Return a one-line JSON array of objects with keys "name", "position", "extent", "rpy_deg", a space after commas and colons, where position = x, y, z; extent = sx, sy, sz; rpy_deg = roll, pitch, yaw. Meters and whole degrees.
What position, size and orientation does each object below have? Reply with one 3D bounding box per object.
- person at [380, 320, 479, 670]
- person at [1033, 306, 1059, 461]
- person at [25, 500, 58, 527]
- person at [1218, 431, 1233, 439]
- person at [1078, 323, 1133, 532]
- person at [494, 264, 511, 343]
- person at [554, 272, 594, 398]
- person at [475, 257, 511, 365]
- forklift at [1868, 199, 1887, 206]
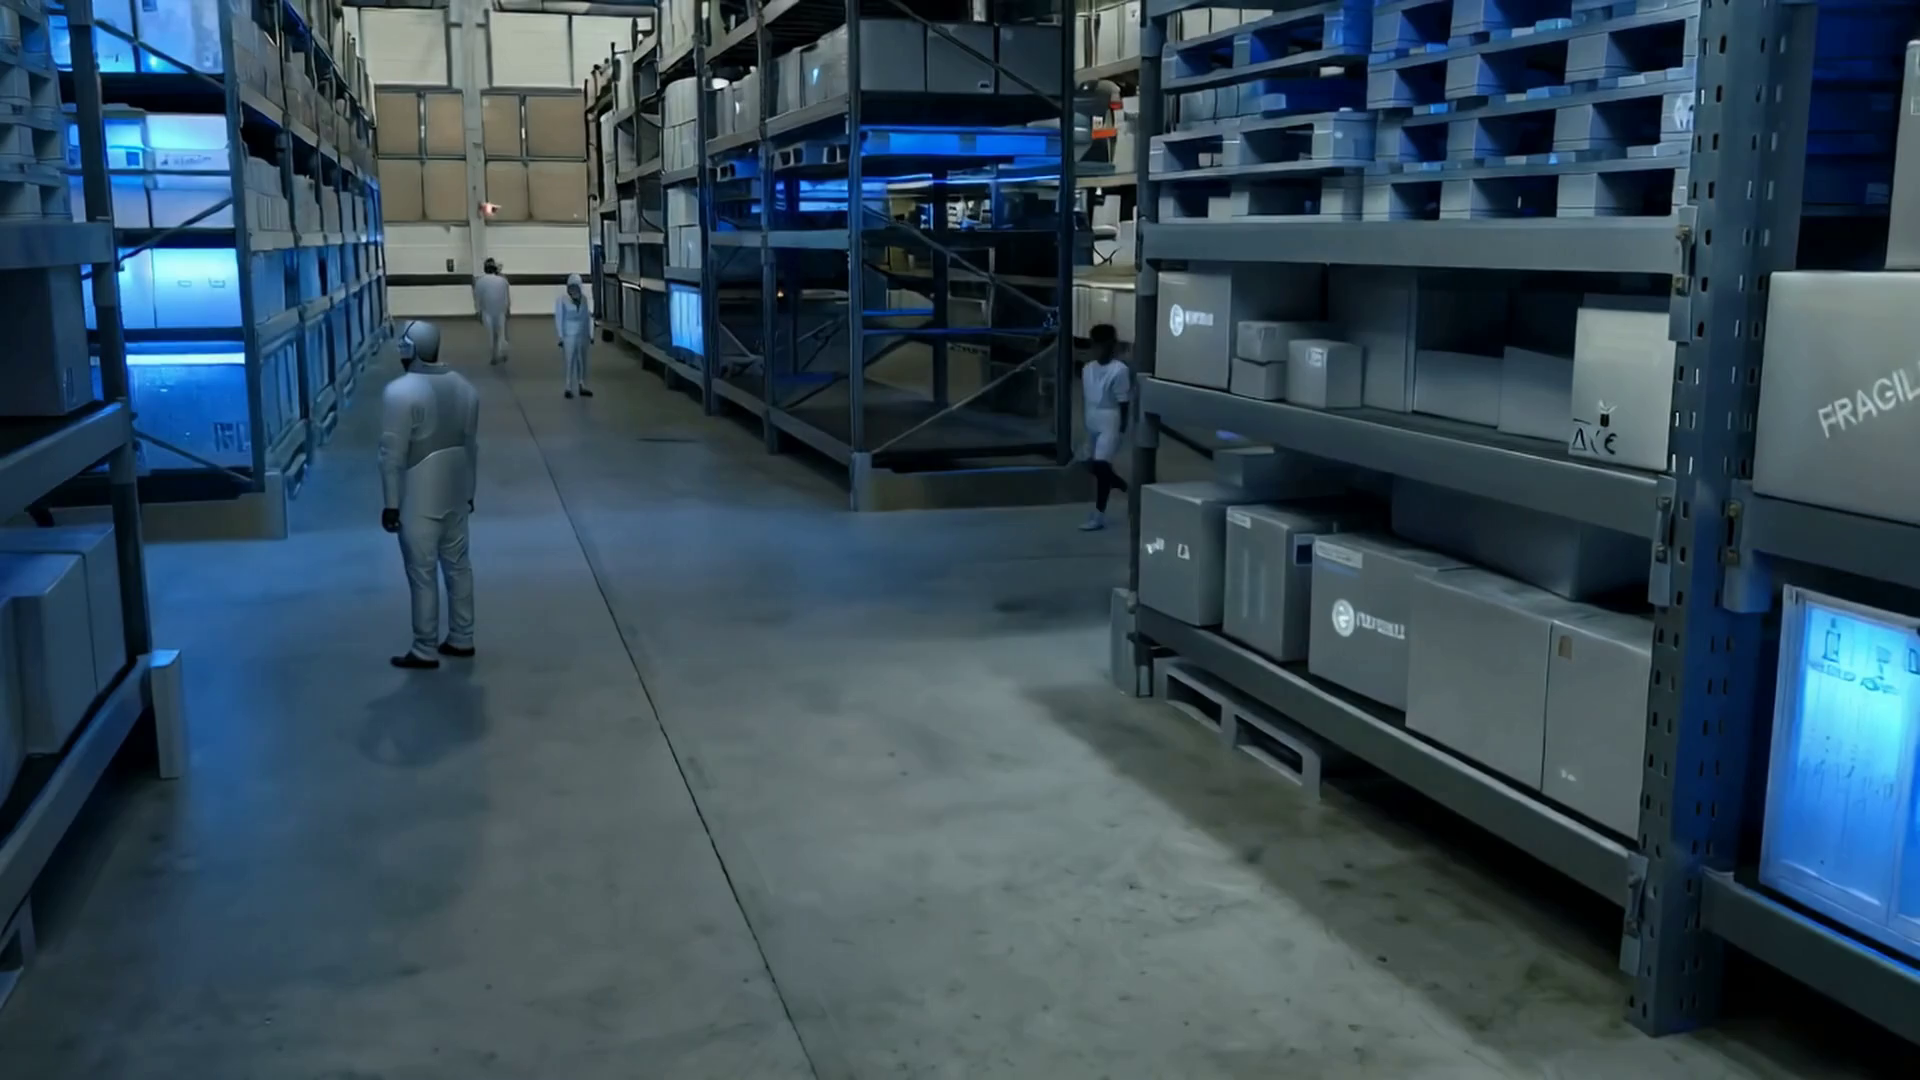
[{"name": "person", "position": [-2.924, -0.249, 9.132], "extent": [0.400, 1.902, 0.642], "rpy_deg": [5, 11, 25]}, {"name": "person", "position": [0.968, -1.650, 17.568], "extent": [0.288, 1.626, 0.497], "rpy_deg": [-7, 12, -33]}, {"name": "person", "position": [-6.669, -0.691, 11.363], "extent": [1.088, 1.984, 0.604], "rpy_deg": [-3, 11, -18]}, {"name": "person", "position": [3.123, -2.108, 19.274], "extent": [0.550, 1.919, 0.539], "rpy_deg": [-3, 11, -14]}, {"name": "person", "position": [1.231, -0.918, 13.399], "extent": [0.655, 1.669, 0.532], "rpy_deg": [-7, 12, -34]}, {"name": "person", "position": [-10.243, -5.269, 37.041], "extent": [0.545, 1.748, 0.526], "rpy_deg": [1, 10, 8]}, {"name": "person", "position": [-5.627, -2.994, 24.357], "extent": [0.602, 1.830, 0.404], "rpy_deg": [-9, 14, -42]}, {"name": "person", "position": [-8.647, -4.252, 30.885], "extent": [0.629, 1.961, 0.799], "rpy_deg": [-1, 10, -5]}, {"name": "forklift", "position": [11.338, -2.915, 21.052], "extent": [1.129, 2.768, 1.873], "rpy_deg": [-3, 11, -17]}]
